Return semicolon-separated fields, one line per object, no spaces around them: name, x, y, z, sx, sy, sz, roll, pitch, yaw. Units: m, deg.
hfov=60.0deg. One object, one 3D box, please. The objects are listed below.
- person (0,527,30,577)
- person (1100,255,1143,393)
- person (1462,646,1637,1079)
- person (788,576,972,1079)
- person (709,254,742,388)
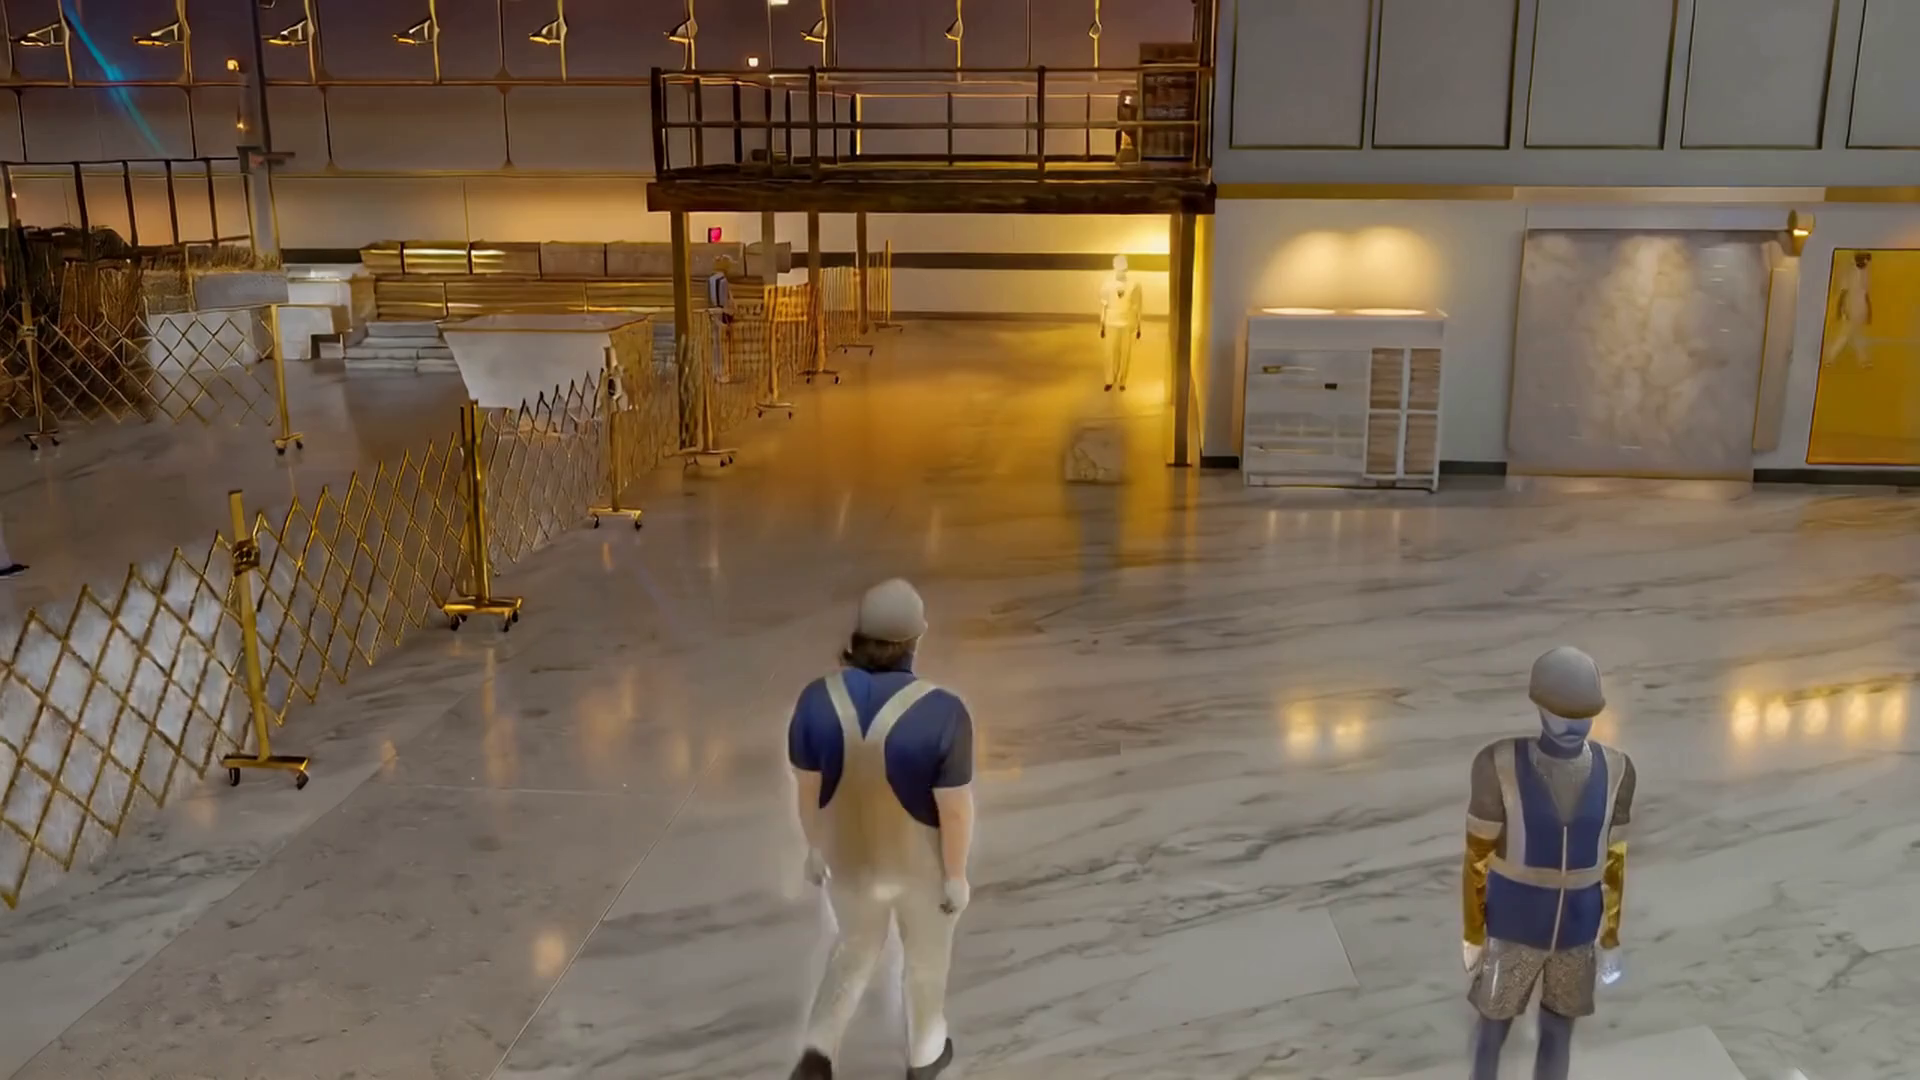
person;-7.929;-0.477;13.147;0.532;1.724;0.884;5;15;19
person;2.220;-2.969;22.979;0.589;1.900;0.785;2;14;6
person;1.938;1.281;5.519;0.543;1.939;0.359;0;14;0
person;-0.282;1.112;5.994;0.691;2.000;0.781;6;15;22
person;-3.349;-3.101;23.547;0.354;1.883;0.573;-7;16;-28
